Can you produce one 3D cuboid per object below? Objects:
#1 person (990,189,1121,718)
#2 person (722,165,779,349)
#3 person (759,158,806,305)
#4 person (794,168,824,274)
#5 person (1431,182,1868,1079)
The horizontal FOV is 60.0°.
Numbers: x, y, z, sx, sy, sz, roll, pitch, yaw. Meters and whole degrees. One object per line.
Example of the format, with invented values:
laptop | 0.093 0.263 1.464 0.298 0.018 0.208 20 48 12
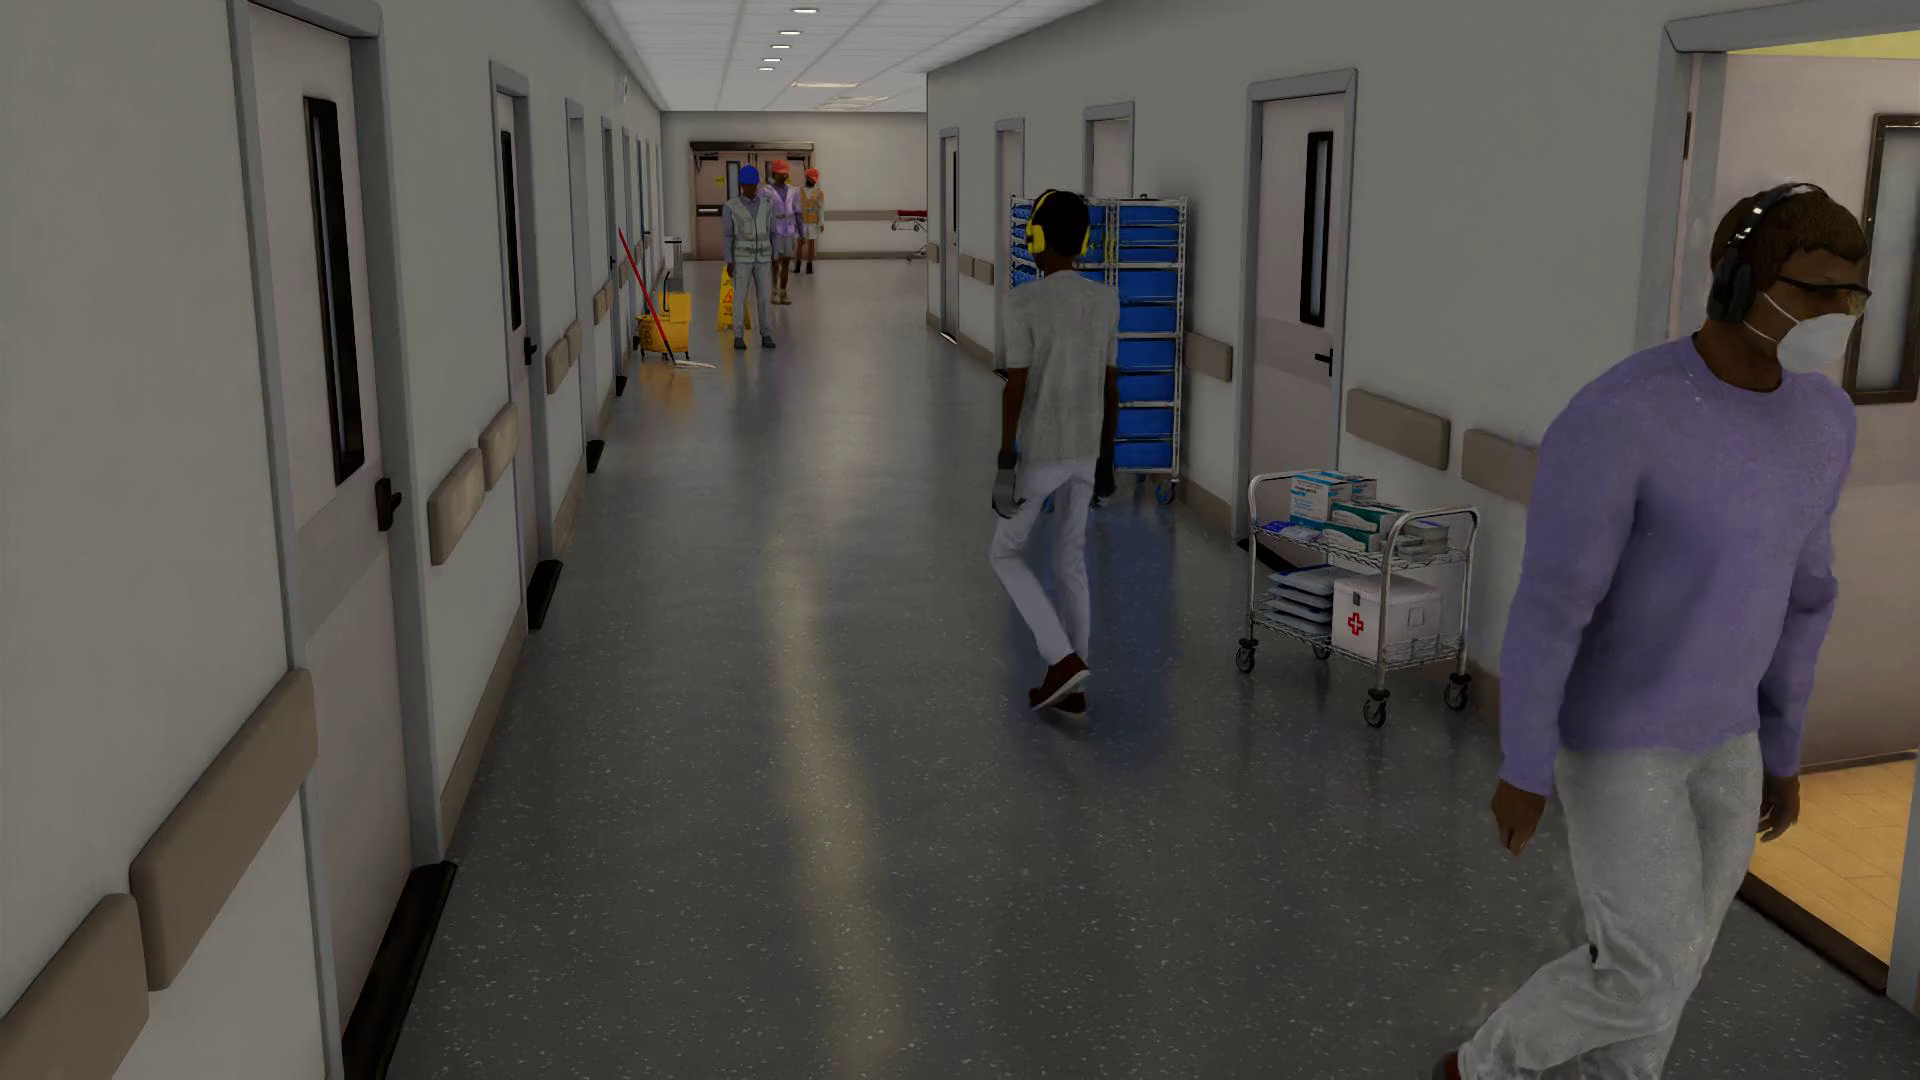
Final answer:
person | 0.323 -0.283 5.820 0.547 1.852 0.402 -8 15 -33
person | -2.216 -2.992 17.685 0.611 1.936 0.409 -6 14 -26
person | -2.463 -4.290 23.235 0.621 2.026 0.551 -8 15 -31
person | -2.725 -5.745 29.991 0.563 1.890 0.544 -1 13 -6
person | 1.209 0.360 2.851 0.638 1.914 0.481 -7 15 -30
